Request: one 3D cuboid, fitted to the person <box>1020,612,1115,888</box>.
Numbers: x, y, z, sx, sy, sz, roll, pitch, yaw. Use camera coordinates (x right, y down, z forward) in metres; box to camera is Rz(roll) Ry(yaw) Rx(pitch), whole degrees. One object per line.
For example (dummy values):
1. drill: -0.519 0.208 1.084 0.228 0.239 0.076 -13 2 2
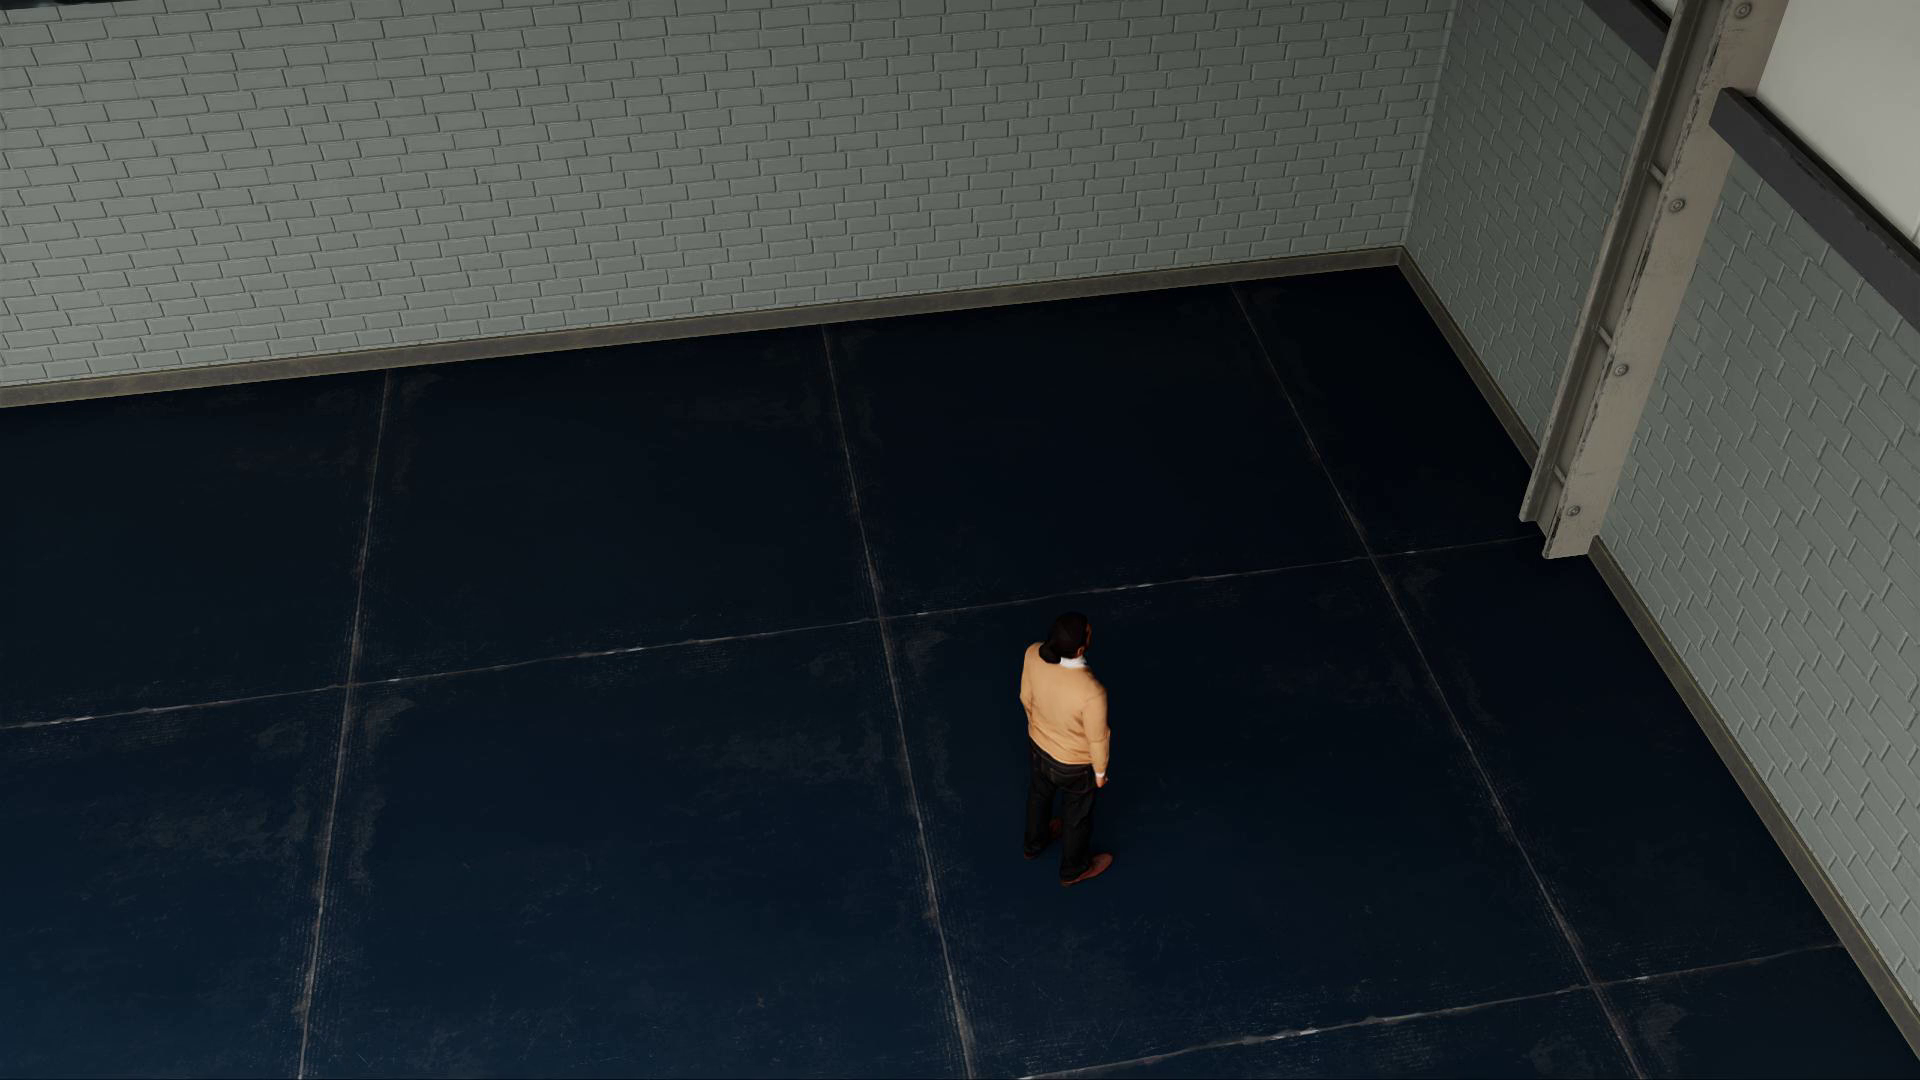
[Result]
1. person: 0.492 0.982 7.829 0.725 1.754 0.817 34 53 31
